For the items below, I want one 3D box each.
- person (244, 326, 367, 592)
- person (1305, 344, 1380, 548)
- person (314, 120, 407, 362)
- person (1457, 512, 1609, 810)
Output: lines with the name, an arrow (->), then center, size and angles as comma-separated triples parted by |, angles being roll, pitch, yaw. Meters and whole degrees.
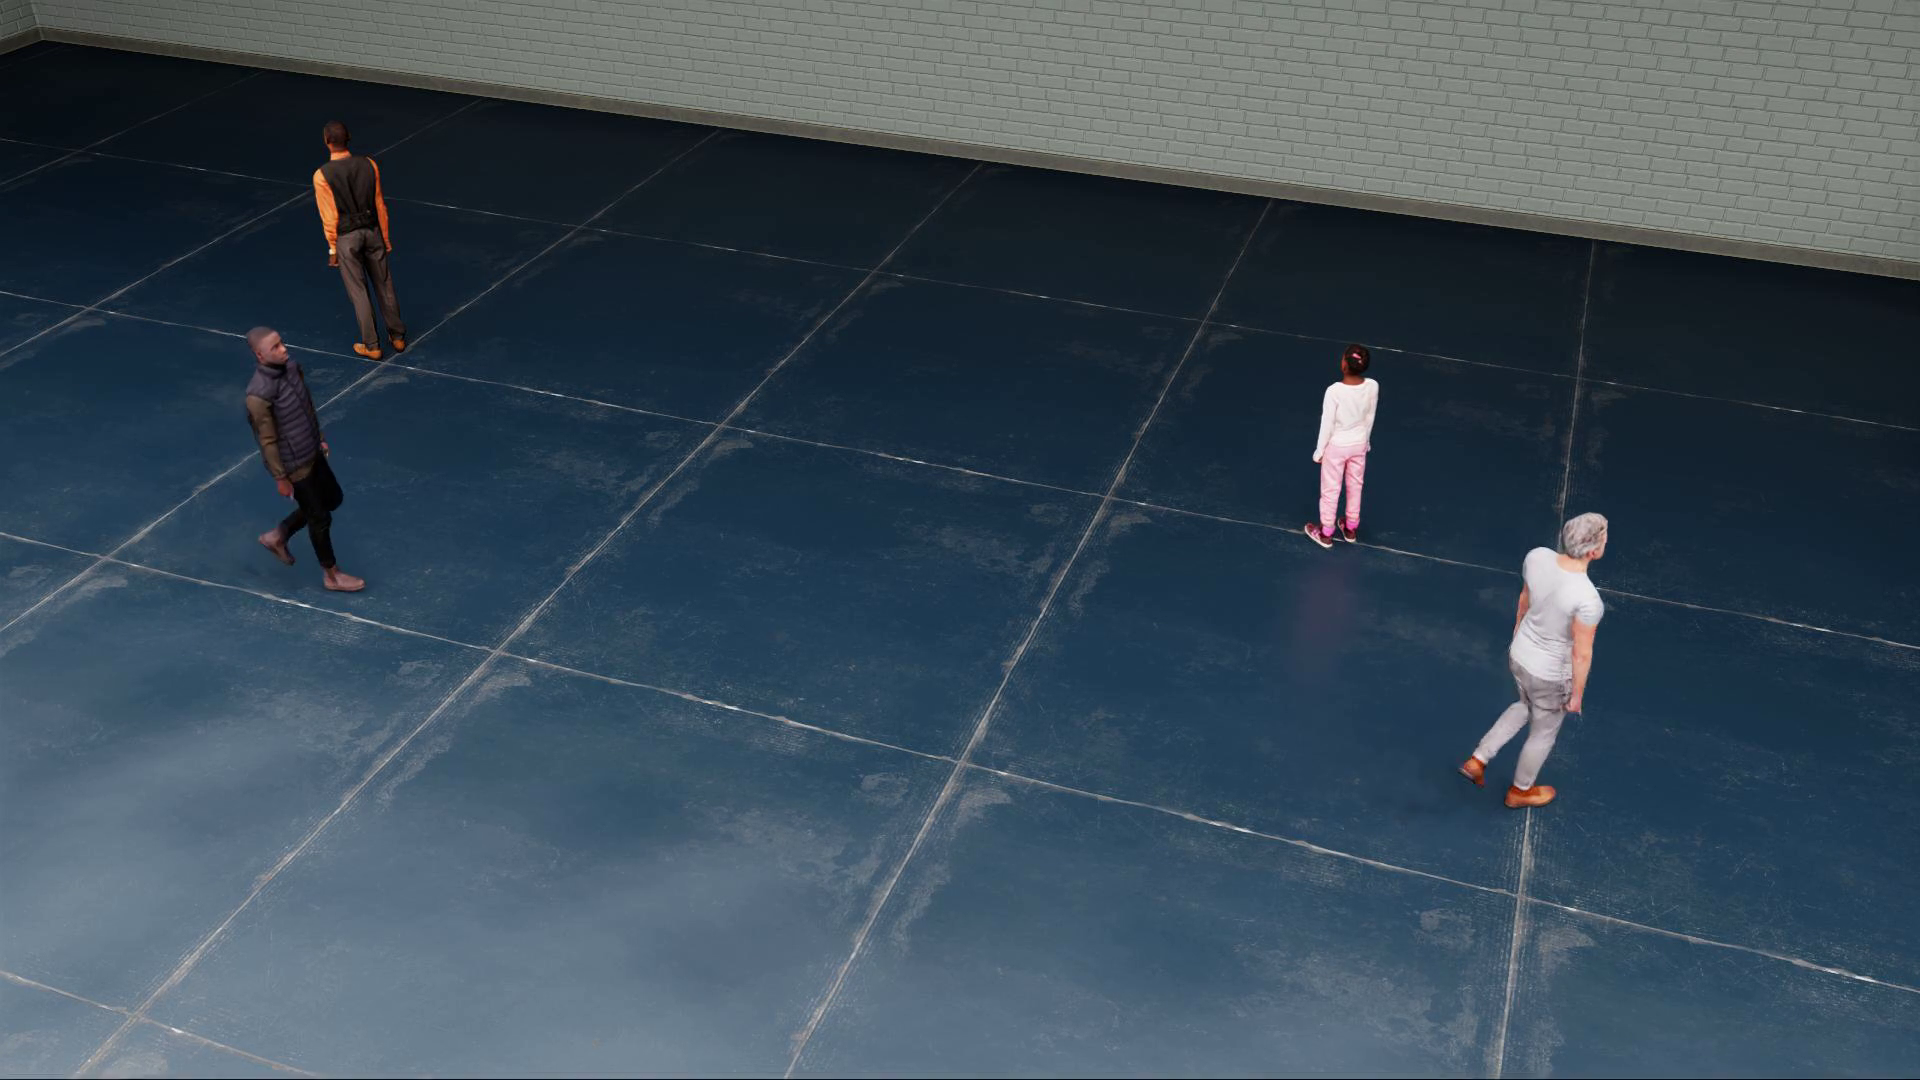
person -> -4.134, -0.490, 10.215 | 0.927, 1.823, 0.952 | 2, 33, 3
person -> 2.497, -0.628, 10.773 | 0.624, 1.444, 0.658 | -10, 34, -14
person -> -4.679, -2.333, 12.970 | 0.717, 1.908, 0.845 | -27, 42, -35
person -> 2.899, 0.654, 8.458 | 0.980, 1.819, 0.924 | -11, 35, -17
